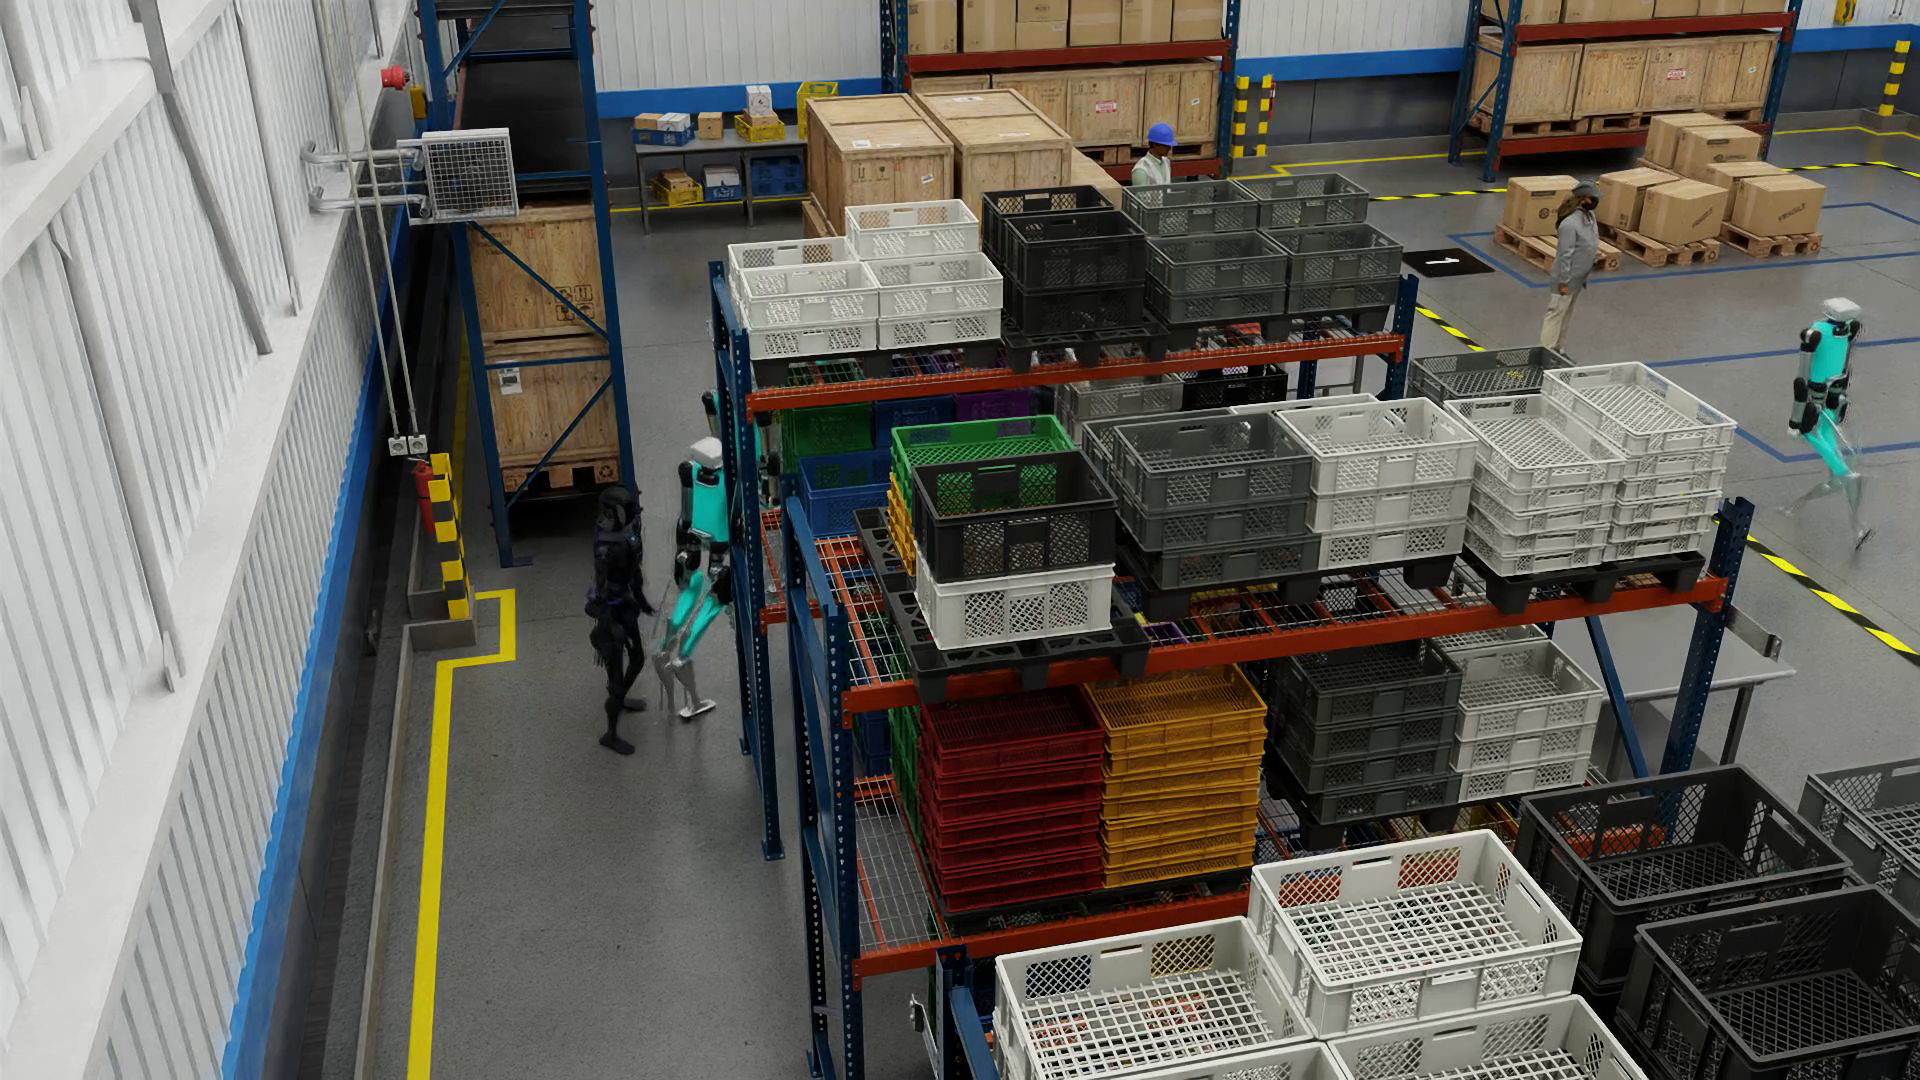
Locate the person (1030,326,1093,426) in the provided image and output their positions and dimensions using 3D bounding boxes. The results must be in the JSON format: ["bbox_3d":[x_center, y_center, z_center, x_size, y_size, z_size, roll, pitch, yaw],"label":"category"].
[{"bbox_3d":[0.707,-0.854,11.951,0.611,1.863,0.603,-18,33,-31],"label":"person"}]

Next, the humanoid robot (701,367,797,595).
[{"bbox_3d":[-1.306,-0.371,11.258,0.553,1.859,0.737,16,32,28],"label":"humanoid robot"}]

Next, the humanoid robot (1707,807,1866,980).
[{"bbox_3d":[3.250,1.964,6.869,0.702,1.907,0.538,-9,29,-17],"label":"humanoid robot"}]

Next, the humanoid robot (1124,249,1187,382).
[{"bbox_3d":[1.641,-1.561,13.531,0.558,1.858,0.862,11,30,20],"label":"humanoid robot"}]

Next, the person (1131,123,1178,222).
[{"bbox_3d":[1.852,-3.063,16.071,0.412,1.939,0.602,17,32,30],"label":"person"}]

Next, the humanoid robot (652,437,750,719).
[{"bbox_3d":[-1.596,0.343,9.899,0.554,1.842,0.797,18,33,30],"label":"humanoid robot"}]

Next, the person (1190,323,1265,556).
[{"bbox_3d":[1.832,-0.661,11.415,0.402,2.033,0.608,-25,37,-39],"label":"person"}]

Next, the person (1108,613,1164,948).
[{"bbox_3d":[0.870,1.157,8.173,0.404,1.833,0.587,5,28,10],"label":"person"}]

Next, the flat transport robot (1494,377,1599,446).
[{"bbox_3d":[4.780,-1.036,14.013,0.659,0.231,1.431,-6,28,-12],"label":"flat transport robot"}]

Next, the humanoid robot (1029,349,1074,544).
[{"bbox_3d":[0.638,-0.615,11.687,0.315,1.657,0.599,19,33,32],"label":"humanoid robot"}]

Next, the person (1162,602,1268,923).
[{"bbox_3d":[1.285,1.125,8.224,0.632,1.842,0.429,-13,30,-23],"label":"person"}]

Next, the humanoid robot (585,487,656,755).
[{"bbox_3d":[-2.024,0.422,9.732,0.401,1.632,0.609,5,28,10],"label":"humanoid robot"}]

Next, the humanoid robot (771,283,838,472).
[{"bbox_3d":[-1.214,-1.044,12.435,0.705,1.760,0.542,-8,29,-14],"label":"humanoid robot"}]

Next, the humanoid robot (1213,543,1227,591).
[{"bbox_3d":[1.807,-0.124,10.784,0.433,1.650,0.591,7,29,13],"label":"humanoid robot"}]

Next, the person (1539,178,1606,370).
[{"bbox_3d":[5.465,-2.370,14.934,0.397,1.769,0.563,20,34,33],"label":"person"}]

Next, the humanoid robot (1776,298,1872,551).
[{"bbox_3d":[6.443,-0.801,12.015,0.544,1.763,0.954,-14,31,-25],"label":"humanoid robot"}]

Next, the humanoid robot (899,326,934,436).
[{"bbox_3d":[-0.282,-1.069,12.578,0.376,1.642,0.602,-4,28,-8],"label":"humanoid robot"}]
